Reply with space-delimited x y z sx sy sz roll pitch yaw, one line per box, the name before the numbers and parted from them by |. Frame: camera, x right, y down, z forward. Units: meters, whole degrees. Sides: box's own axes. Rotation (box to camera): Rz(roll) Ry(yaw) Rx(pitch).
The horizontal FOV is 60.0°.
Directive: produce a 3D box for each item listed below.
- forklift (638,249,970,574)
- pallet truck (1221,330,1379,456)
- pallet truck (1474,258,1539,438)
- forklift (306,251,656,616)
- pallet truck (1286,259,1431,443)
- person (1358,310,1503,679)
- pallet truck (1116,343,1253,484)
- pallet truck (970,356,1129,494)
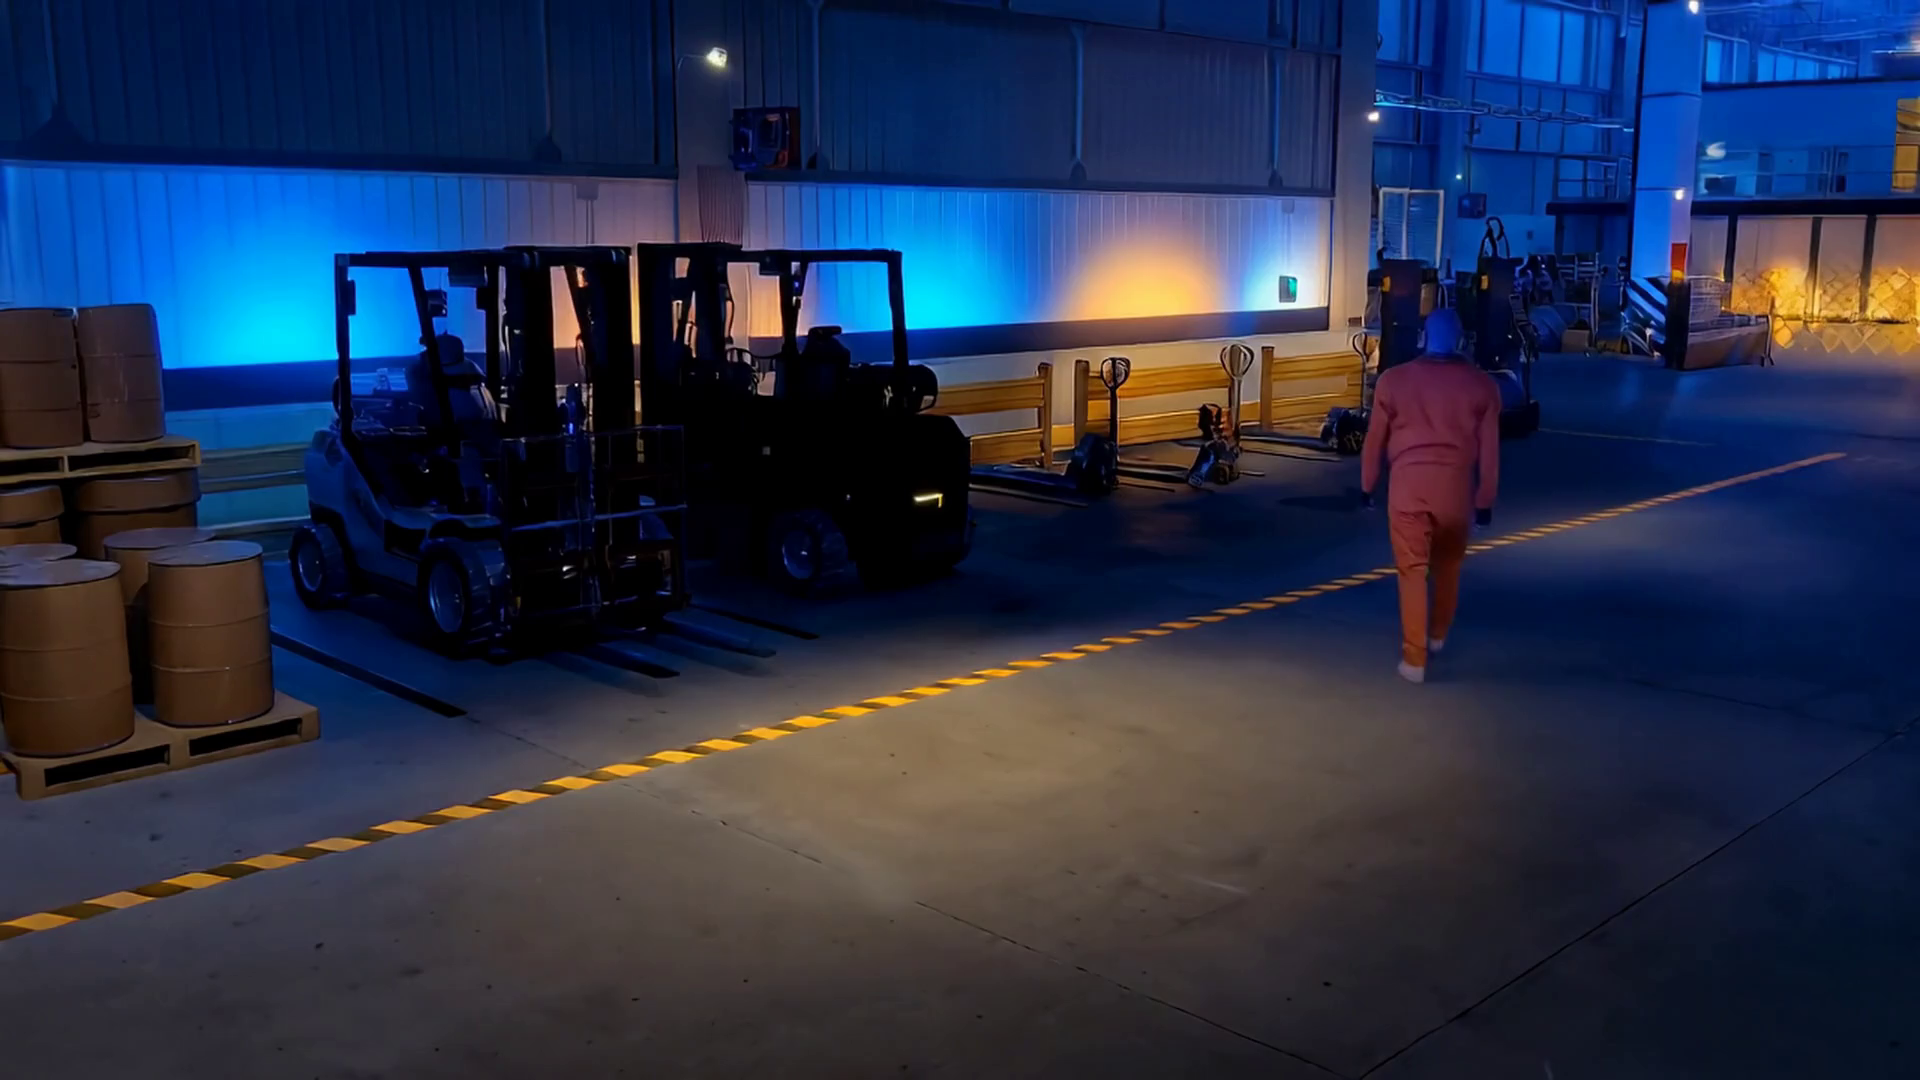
forklift | -1.173 -0.958 11.239 2.680 1.987 1.157 10 14 43
pallet truck | 3.563 -1.581 17.381 0.653 1.274 1.630 -10 14 -44
pallet truck | 5.704 -2.208 18.901 1.885 1.965 0.823 10 14 43
forklift | -2.833 -0.669 9.694 1.157 1.987 2.680 -10 14 -44
pallet truck | 4.493 -2.078 18.196 0.823 1.965 1.885 -9 14 -40
person | 2.430 -0.260 8.676 0.666 1.856 0.994 1 10 6
pallet truck | 1.962 -1.215 15.415 1.522 1.261 0.704 10 14 43
pallet truck | 0.784 -1.085 14.876 0.680 1.201 1.601 -10 14 -44
